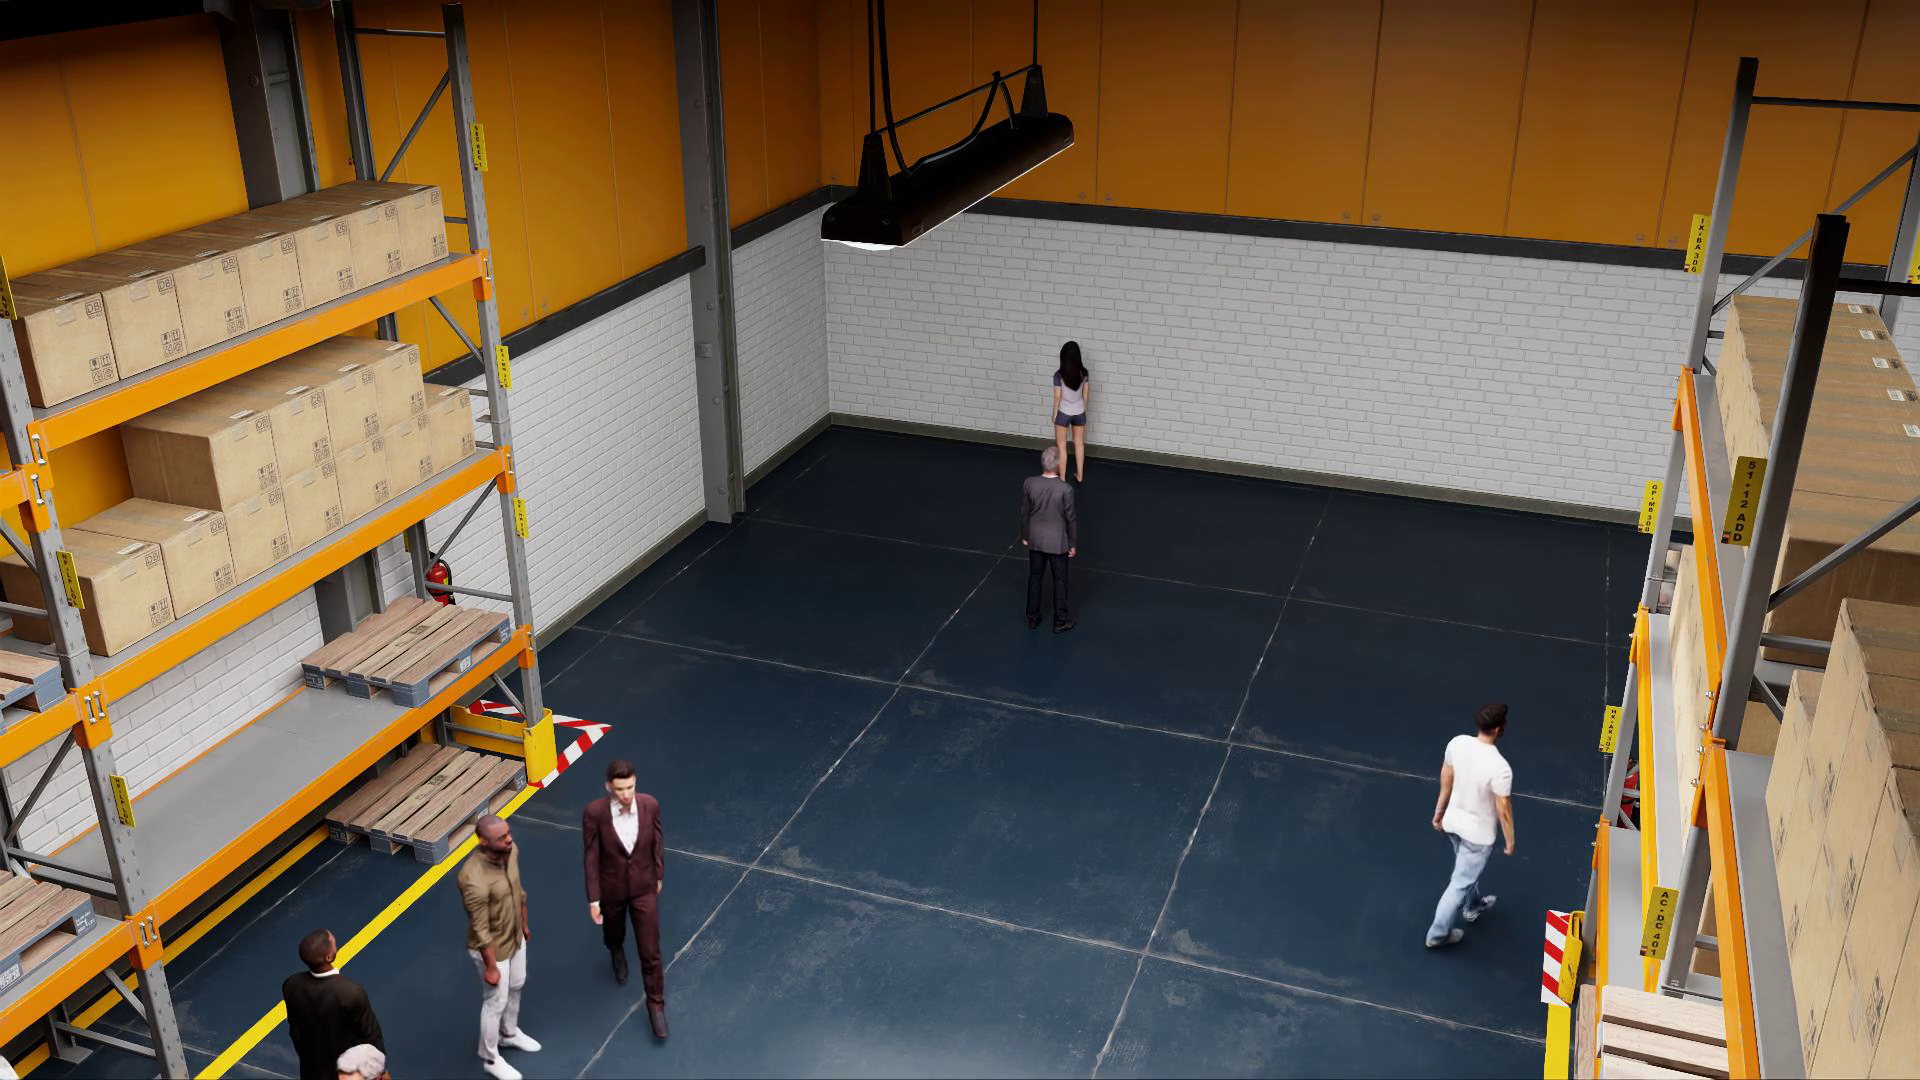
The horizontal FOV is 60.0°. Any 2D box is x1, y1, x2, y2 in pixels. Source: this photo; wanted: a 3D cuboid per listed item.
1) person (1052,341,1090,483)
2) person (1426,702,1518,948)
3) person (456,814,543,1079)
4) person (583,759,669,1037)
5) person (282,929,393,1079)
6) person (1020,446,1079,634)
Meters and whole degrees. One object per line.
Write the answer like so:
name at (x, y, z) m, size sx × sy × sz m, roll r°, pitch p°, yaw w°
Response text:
person at (1.265, -1.469, 19.151) m, size 0.674 × 1.706 × 0.725 m, roll -9°, pitch 25°, yaw -20°
person at (3.360, 1.949, 11.174) m, size 1.102 × 1.833 × 1.034 m, roll -12°, pitch 26°, yaw -25°
person at (-2.808, 2.434, 10.071) m, size 0.795 × 1.827 × 0.545 m, roll 7°, pitch 24°, yaw 15°
person at (-2.160, 2.179, 10.630) m, size 1.151 × 1.845 × 1.279 m, roll -8°, pitch 25°, yaw -17°
person at (-3.370, 2.882, 9.081) m, size 0.692 × 1.800 × 0.618 m, roll 4°, pitch 24°, yaw 9°
person at (0.842, -0.013, 15.655) m, size 0.742 × 1.838 × 0.605 m, roll 11°, pitch 26°, yaw 23°
